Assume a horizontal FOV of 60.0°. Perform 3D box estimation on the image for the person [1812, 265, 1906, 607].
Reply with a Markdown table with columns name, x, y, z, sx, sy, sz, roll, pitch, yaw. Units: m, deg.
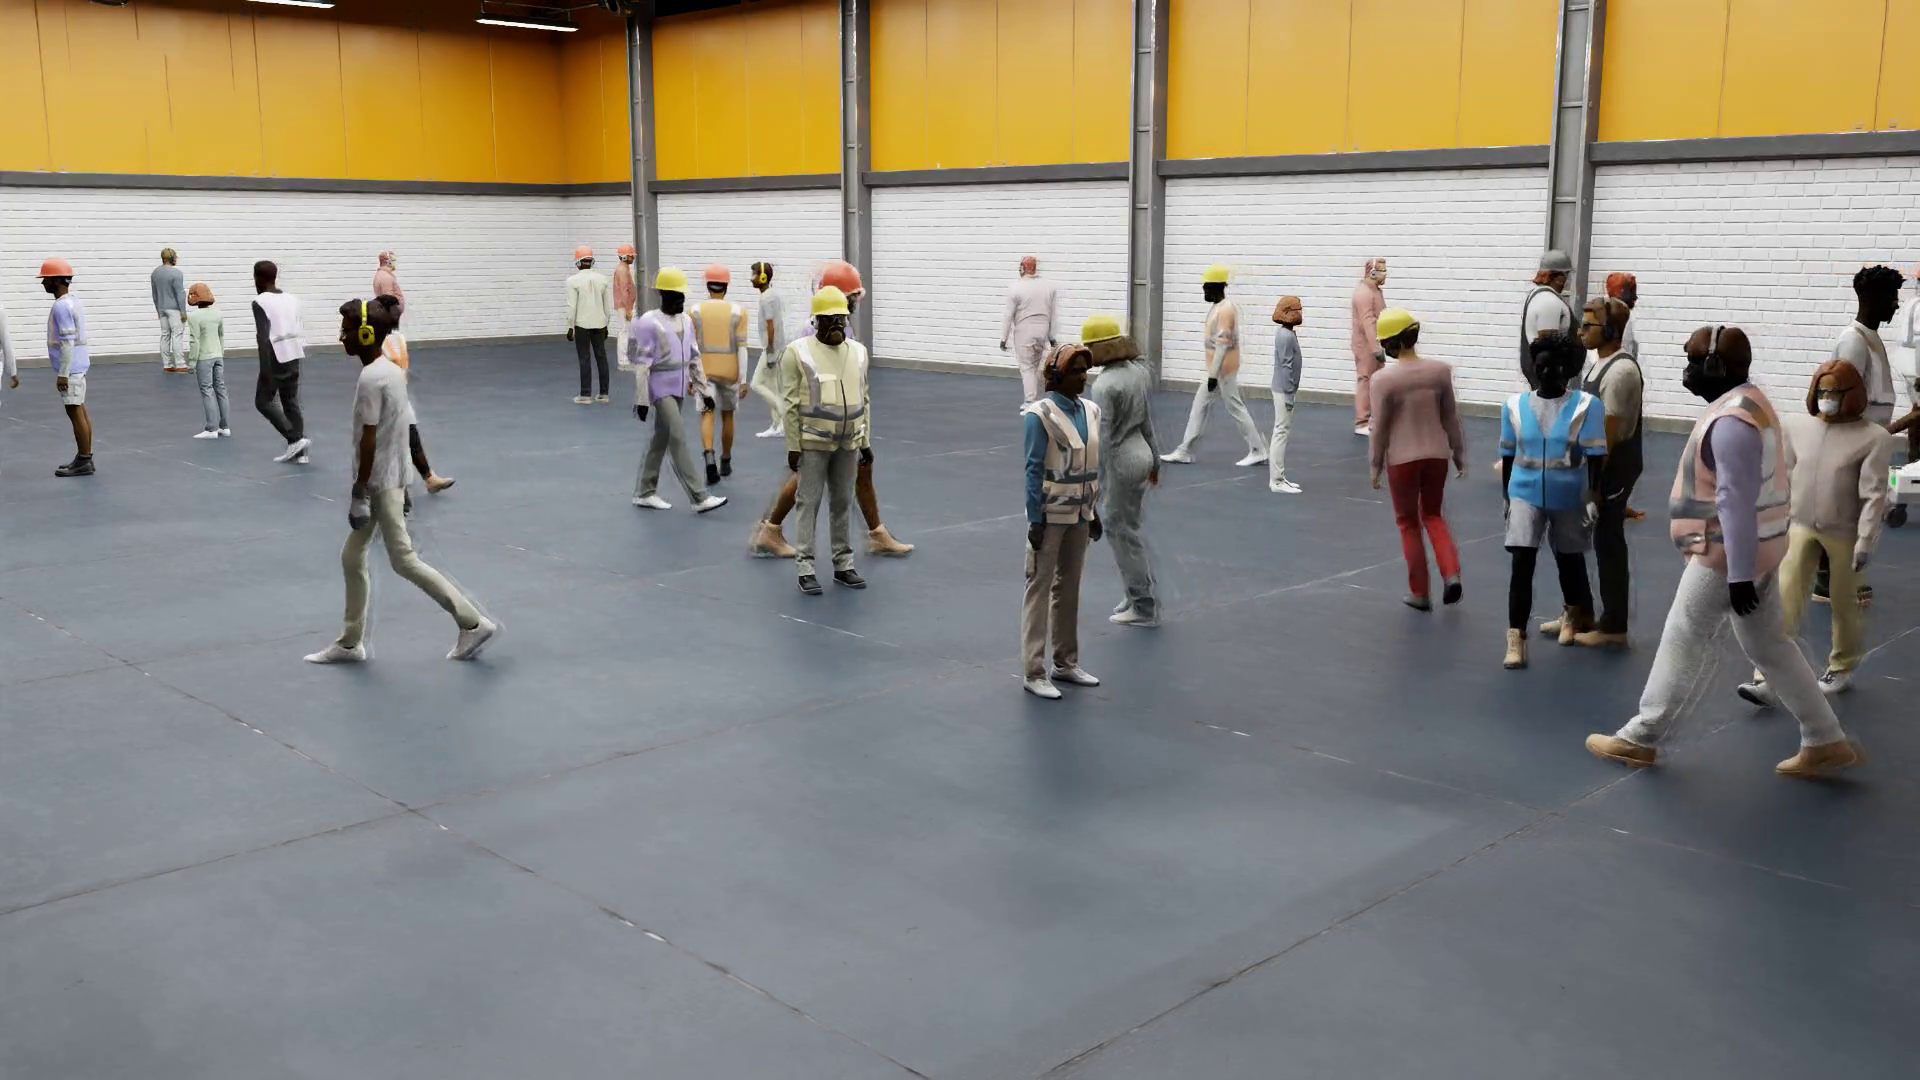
| name | x | y | z | sx | sy | sz | roll | pitch | yaw |
| --- | --- | --- | --- | --- | --- | --- | --- | --- | --- |
| person | 5.206 | -0.608 | 9.661 | 0.361 | 1.962 | 0.615 | 7 | 12 | 33 |

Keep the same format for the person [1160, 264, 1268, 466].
| name | x | y | z | sx | sy | sz | roll | pitch | yaw |
| --- | --- | --- | --- | --- | --- | --- | --- | --- | --- |
| person | 2.404 | -1.606 | 15.367 | 1.008 | 1.875 | 0.614 | 0 | 10 | -3 |

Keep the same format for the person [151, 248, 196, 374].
| name | x | y | z | sx | sy | sz | roll | pitch | yaw |
| --- | --- | --- | --- | --- | --- | --- | --- | --- | --- |
| person | -12.158 | -3.524 | 25.640 | 0.629 | 1.940 | 0.379 | 5 | 12 | 26 |

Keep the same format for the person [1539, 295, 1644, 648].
| name | x | y | z | sx | sy | sz | roll | pitch | yaw |
| --- | --- | --- | --- | --- | --- | --- | --- | --- | --- |
| person | 3.240 | -0.333 | 8.564 | 0.563 | 1.828 | 0.509 | 1 | 10 | 7 |

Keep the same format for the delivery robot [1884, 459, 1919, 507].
| name | x | y | z | sx | sy | sz | roll | pitch | yaw |
| --- | --- | --- | --- | --- | --- | --- | --- | --- | --- |
| delivery robot | 7.151 | -0.419 | 12.229 | 0.707 | 0.478 | 0.477 | 1 | 10 | 8 |

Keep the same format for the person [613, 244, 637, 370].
| name | x | y | z | sx | sy | sz | roll | pitch | yaw |
| --- | --- | --- | --- | --- | --- | --- | --- | --- | --- |
| person | -5.289 | -3.686 | 26.375 | 0.402 | 1.993 | 0.627 | -3 | 11 | -13 |

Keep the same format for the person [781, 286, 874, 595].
| name | x | y | z | sx | sy | sz | roll | pitch | yaw |
| --- | --- | --- | --- | --- | --- | --- | --- | --- | --- |
| person | -0.779 | -0.598 | 9.970 | 0.586 | 1.835 | 0.404 | -7 | 12 | -33 |

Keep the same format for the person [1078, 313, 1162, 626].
| name | x | y | z | sx | sy | sz | roll | pitch | yaw |
| --- | --- | --- | --- | --- | --- | --- | --- | --- | --- |
| person | 0.869 | -0.371 | 9.044 | 0.501 | 1.705 | 0.517 | 6 | 12 | 28 |

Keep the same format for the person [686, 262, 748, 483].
| name | x | y | z | sx | sy | sz | roll | pitch | yaw |
| --- | --- | --- | --- | --- | --- | --- | --- | --- | --- |
| person | -2.115 | -1.457 | 14.470 | 0.552 | 1.906 | 0.905 | -1 | 10 | -5 |

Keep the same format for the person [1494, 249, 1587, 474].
| name | x | y | z | sx | sy | sz | roll | pitch | yaw |
| --- | --- | --- | --- | --- | --- | --- | --- | --- | --- |
| person | 5.058 | -1.508 | 14.365 | 0.653 | 2.000 | 0.686 | 2 | 11 | 11 |

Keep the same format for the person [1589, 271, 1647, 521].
| name | x | y | z | sx | sy | sz | roll | pitch | yaw |
| --- | --- | --- | --- | --- | --- | --- | --- | --- | --- |
| person | 4.779 | -1.048 | 12.319 | 0.689 | 1.870 | 0.594 | 1 | 10 | 5 |

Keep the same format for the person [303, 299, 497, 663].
| name | x | y | z | sx | sy | sz | roll | pitch | yaw |
| --- | --- | --- | --- | --- | --- | --- | --- | --- | --- |
| person | -2.801 | -0.274 | 8.224 | 0.916 | 1.837 | 0.530 | -2 | 11 | -12 |

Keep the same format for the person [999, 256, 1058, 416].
| name | x | y | z | sx | sy | sz | roll | pitch | yaw |
| --- | --- | --- | --- | --- | --- | --- | --- | --- | --- |
| person | 0.764 | -2.417 | 19.736 | 0.669 | 1.878 | 0.796 | -5 | 12 | -28 |

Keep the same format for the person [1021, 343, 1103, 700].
| name | x | y | z | sx | sy | sz | roll | pitch | yaw |
| --- | --- | --- | --- | --- | --- | --- | --- | --- | --- |
| person | 0.478 | -0.096 | 7.758 | 0.315 | 1.641 | 0.514 | 9 | 14 | 41 |

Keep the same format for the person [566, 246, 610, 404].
| name | x | y | z | sx | sy | sz | roll | pitch | yaw |
| --- | --- | --- | --- | --- | --- | --- | --- | --- | --- |
| person | -4.742 | -2.735 | 21.181 | 0.613 | 1.995 | 0.391 | -10 | 14 | -43 |

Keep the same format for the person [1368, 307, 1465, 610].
| name | x | y | z | sx | sy | sz | roll | pitch | yaw |
| --- | --- | --- | --- | --- | --- | --- | --- | --- | --- |
| person | 2.574 | -0.449 | 9.423 | 0.608 | 1.728 | 0.406 | -2 | 11 | -12 |

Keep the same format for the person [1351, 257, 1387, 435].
| name | x | y | z | sx | sy | sz | roll | pitch | yaw |
| --- | --- | --- | --- | --- | --- | --- | --- | --- | --- |
| person | 4.400 | -2.057 | 17.772 | 0.438 | 1.900 | 0.677 | 5 | 12 | 26 |

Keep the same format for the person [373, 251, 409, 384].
| name | x | y | z | sx | sy | sz | roll | pitch | yaw |
| --- | --- | --- | --- | --- | --- | --- | --- | --- | --- |
| person | -8.159 | -3.179 | 23.848 | 0.408 | 1.905 | 0.654 | -5 | 12 | -27 |

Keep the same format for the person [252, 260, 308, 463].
| name | x | y | z | sx | sy | sz | roll | pitch | yaw |
| --- | --- | --- | --- | --- | --- | --- | --- | --- | --- |
| person | -6.343 | -1.646 | 15.496 | 0.437 | 1.902 | 0.609 | 2 | 11 | 13 |

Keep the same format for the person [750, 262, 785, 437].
| name | x | y | z | sx | sy | sz | roll | pitch | yaw |
| --- | --- | --- | --- | --- | --- | --- | --- | --- | --- |
| person | -2.007 | -1.989 | 17.493 | 0.420 | 1.858 | 0.508 | 1 | 10 | 3 |

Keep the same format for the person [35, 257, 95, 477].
| name | x | y | z | sx | sy | sz | roll | pitch | yaw |
| --- | --- | --- | --- | --- | --- | --- | --- | --- | --- |
| person | -7.940 | -1.532 | 14.778 | 0.361 | 1.938 | 0.545 | -4 | 11 | -20 |

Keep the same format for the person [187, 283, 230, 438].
| name | x | y | z | sx | sy | sz | roll | pitch | yaw |
| --- | --- | --- | --- | --- | --- | --- | --- | --- | --- |
| person | -7.940 | -1.884 | 17.528 | 0.279 | 1.634 | 0.499 | 3 | 11 | 14 |

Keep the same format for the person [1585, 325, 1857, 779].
| name | x | y | z | sx | sy | sz | roll | pitch | yaw |
| --- | --- | --- | --- | --- | --- | --- | --- | --- | --- |
| person | 3.057 | 0.060 | 6.519 | 0.973 | 1.795 | 0.653 | 6 | 12 | 31 |

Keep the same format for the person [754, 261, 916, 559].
| name | x | y | z | sx | sy | sz | roll | pitch | yaw |
| --- | --- | --- | --- | --- | --- | --- | --- | --- | --- |
| person | -0.874 | -0.833 | 10.902 | 1.038 | 1.980 | 0.607 | 2 | 11 | 12 |

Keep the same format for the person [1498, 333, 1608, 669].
| name | x | y | z | sx | sy | sz | roll | pitch | yaw |
| --- | --- | --- | --- | --- | --- | --- | --- | --- | --- |
| person | 2.988 | -0.222 | 8.412 | 0.542 | 1.658 | 0.872 | 6 | 12 | 29 |

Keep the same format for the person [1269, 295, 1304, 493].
| name | x | y | z | sx | sy | sz | roll | pitch | yaw |
| --- | --- | --- | --- | --- | --- | --- | --- | --- | --- |
| person | 2.726 | -1.212 | 13.858 | 0.286 | 1.636 | 0.499 | 2 | 11 | 9 |

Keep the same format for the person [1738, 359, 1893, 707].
| name | x | y | z | sx | sy | sz | roll | pitch | yaw |
| --- | --- | --- | --- | --- | --- | --- | --- | --- | --- |
| person | 3.881 | -0.023 | 7.501 | 0.891 | 1.574 | 0.512 | -9 | 14 | -40 |

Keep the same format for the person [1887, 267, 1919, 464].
| name | x | y | z | sx | sy | sz | roll | pitch | yaw |
| --- | --- | --- | --- | --- | --- | --- | --- | --- | --- |
| person | 8.529 | -1.543 | 14.880 | 0.599 | 1.923 | 0.559 | 4 | 11 | 21 |

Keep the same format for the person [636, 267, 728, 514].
| name | x | y | z | sx | sy | sz | roll | pitch | yaw |
| --- | --- | --- | --- | --- | --- | --- | --- | --- | --- |
| person | -2.151 | -1.137 | 12.763 | 0.953 | 1.878 | 0.609 | 5 | 11 | 24 |

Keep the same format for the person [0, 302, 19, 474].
| name | x | y | z | sx | sy | sz | roll | pitch | yaw |
| --- | --- | --- | --- | --- | --- | --- | --- | --- | --- |
| person | -8.693 | -1.486 | 14.740 | 0.571 | 1.866 | 0.473 | -3 | 11 | -17 |

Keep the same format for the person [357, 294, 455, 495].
| name | x | y | z | sx | sy | sz | roll | pitch | yaw |
| --- | --- | --- | --- | --- | --- | --- | --- | --- | --- |
| person | -4.606 | -1.166 | 13.539 | 0.859 | 1.647 | 0.553 | 3 | 11 | 15 |
